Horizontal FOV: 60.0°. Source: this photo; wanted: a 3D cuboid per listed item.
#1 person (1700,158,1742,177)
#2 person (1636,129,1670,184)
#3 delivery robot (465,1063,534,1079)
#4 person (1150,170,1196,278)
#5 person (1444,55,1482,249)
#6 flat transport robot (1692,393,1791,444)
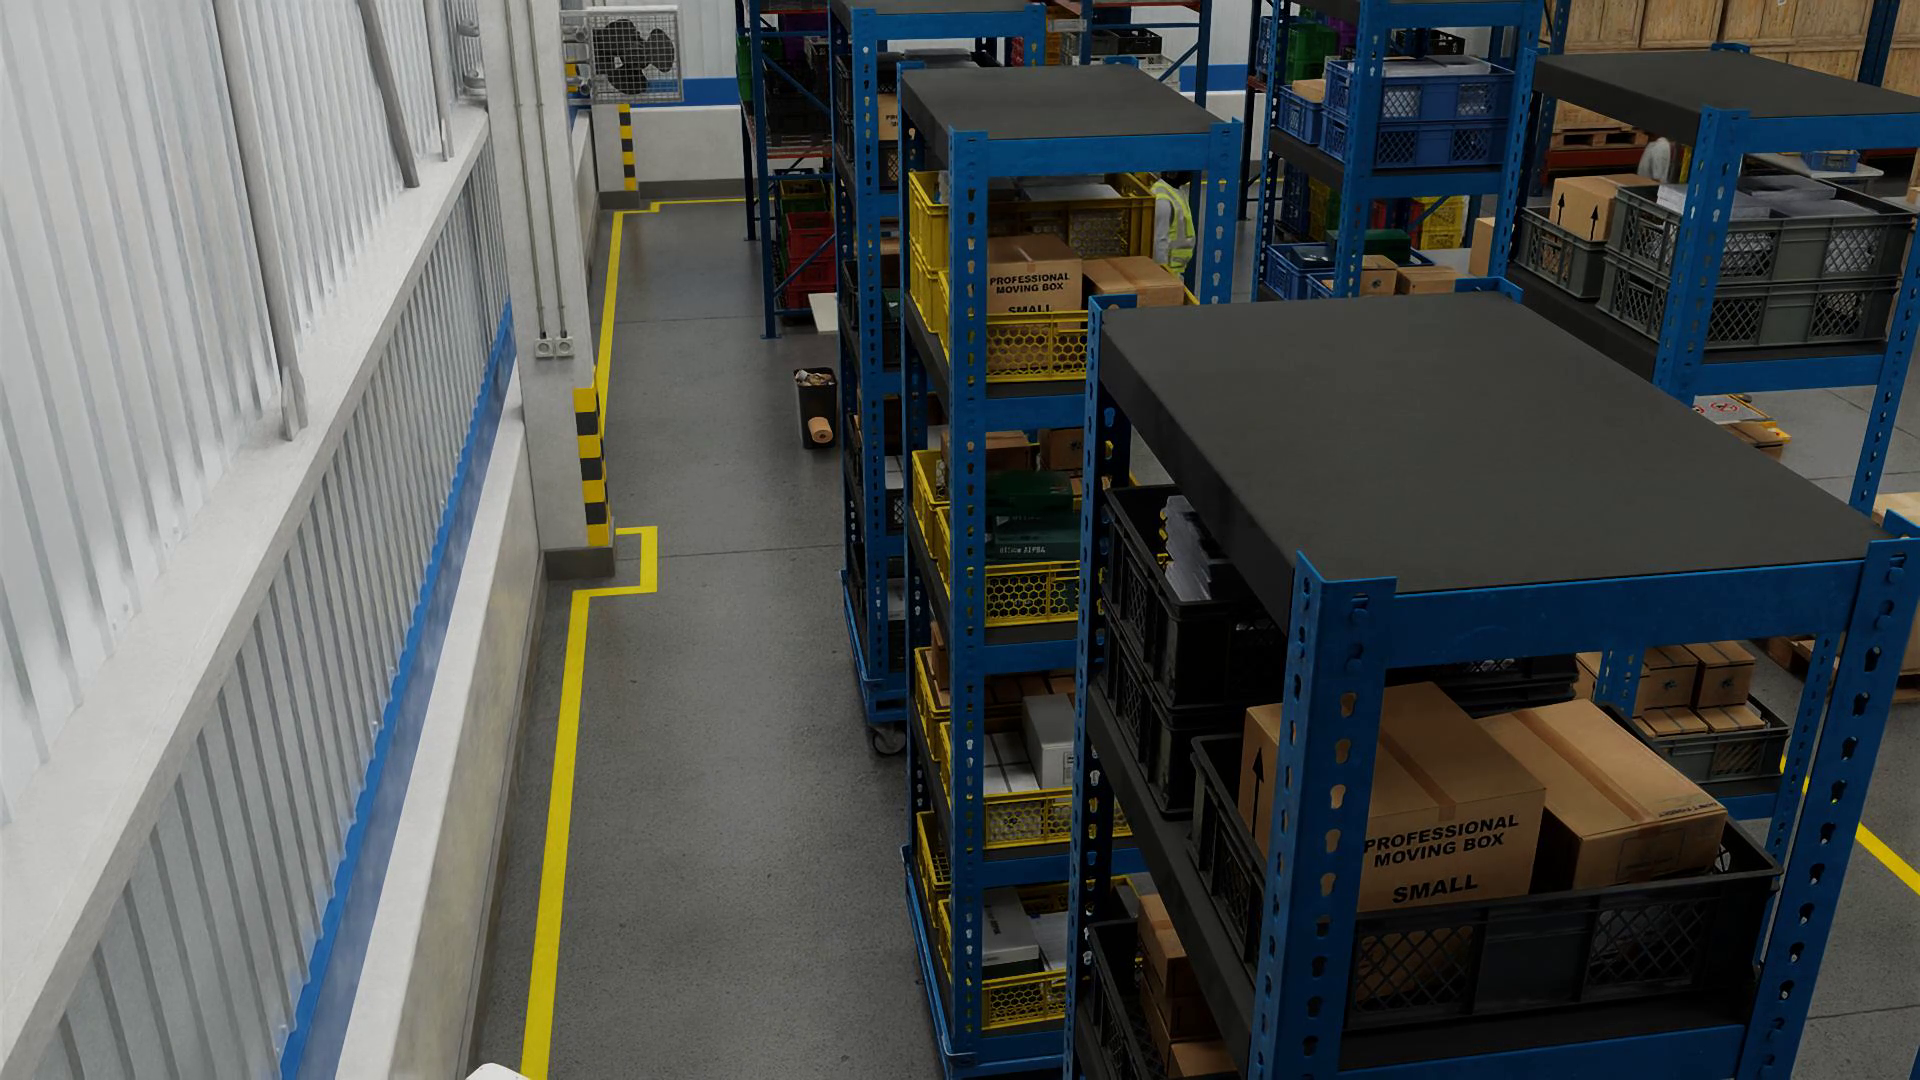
[{"bbox_3d":[6.837,-3.079,15.056,0.578,1.875,0.344,-22,33,-40],"label":"person"},{"bbox_3d":[6.038,-2.911,14.695,0.309,1.868,0.534,9,26,19],"label":"person"},{"bbox_3d":[-1.395,1.997,5.480,0.707,0.478,0.477,14,28,27],"label":"delivery robot"},{"bbox_3d":[1.632,-2.167,13.125,0.429,1.836,0.631,6,25,13],"label":"person"},{"bbox_3d":[5.080,-3.889,16.746,0.372,1.934,0.627,20,31,36],"label":"person"},{"bbox_3d":[5.224,-0.859,12.132,1.431,0.197,0.652,-4,25,-8],"label":"flat transport robot"}]
